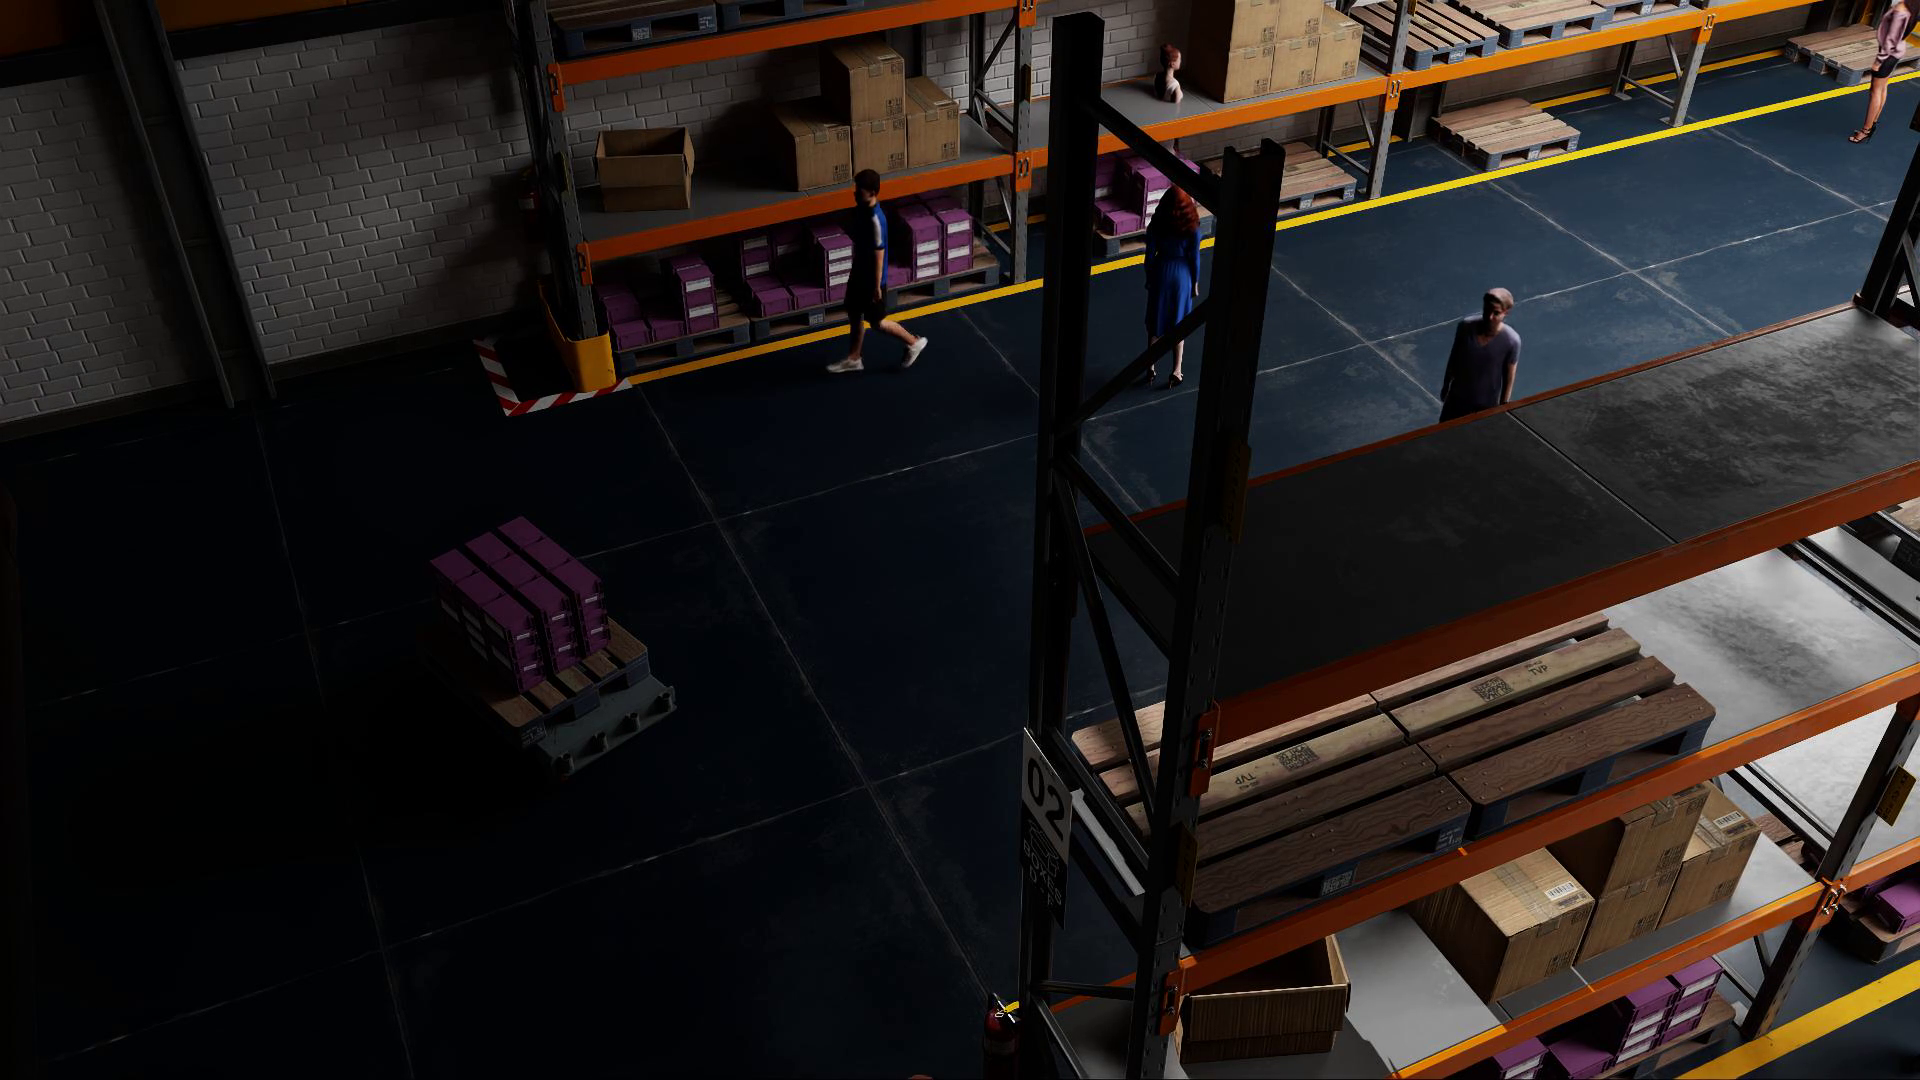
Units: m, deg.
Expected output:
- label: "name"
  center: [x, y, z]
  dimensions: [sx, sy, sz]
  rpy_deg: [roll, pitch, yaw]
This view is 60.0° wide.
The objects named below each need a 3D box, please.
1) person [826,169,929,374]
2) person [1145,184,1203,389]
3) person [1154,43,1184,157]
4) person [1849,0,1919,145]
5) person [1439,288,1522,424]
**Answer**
- label: "person"
  center: [-0.673, -2.194, 13.714]
  dimensions: [1.095, 1.847, 0.702]
  rpy_deg: [-14, 41, -17]
- label: "person"
  center: [1.710, -2.052, 13.551]
  dimensions: [0.702, 1.829, 0.769]
  rpy_deg: [11, 40, 14]
- label: "person"
  center: [1.922, -3.865, 15.849]
  dimensions: [0.486, 1.793, 0.543]
  rpy_deg: [-16, 41, -19]
- label: "person"
  center: [9.641, -4.999, 17.256]
  dimensions: [0.741, 1.811, 0.588]
  rpy_deg: [32, 48, 33]
- label: "person"
  center: [3.827, -1.067, 12.285]
  dimensions: [0.909, 1.869, 1.001]
  rpy_deg: [23, 44, 26]
